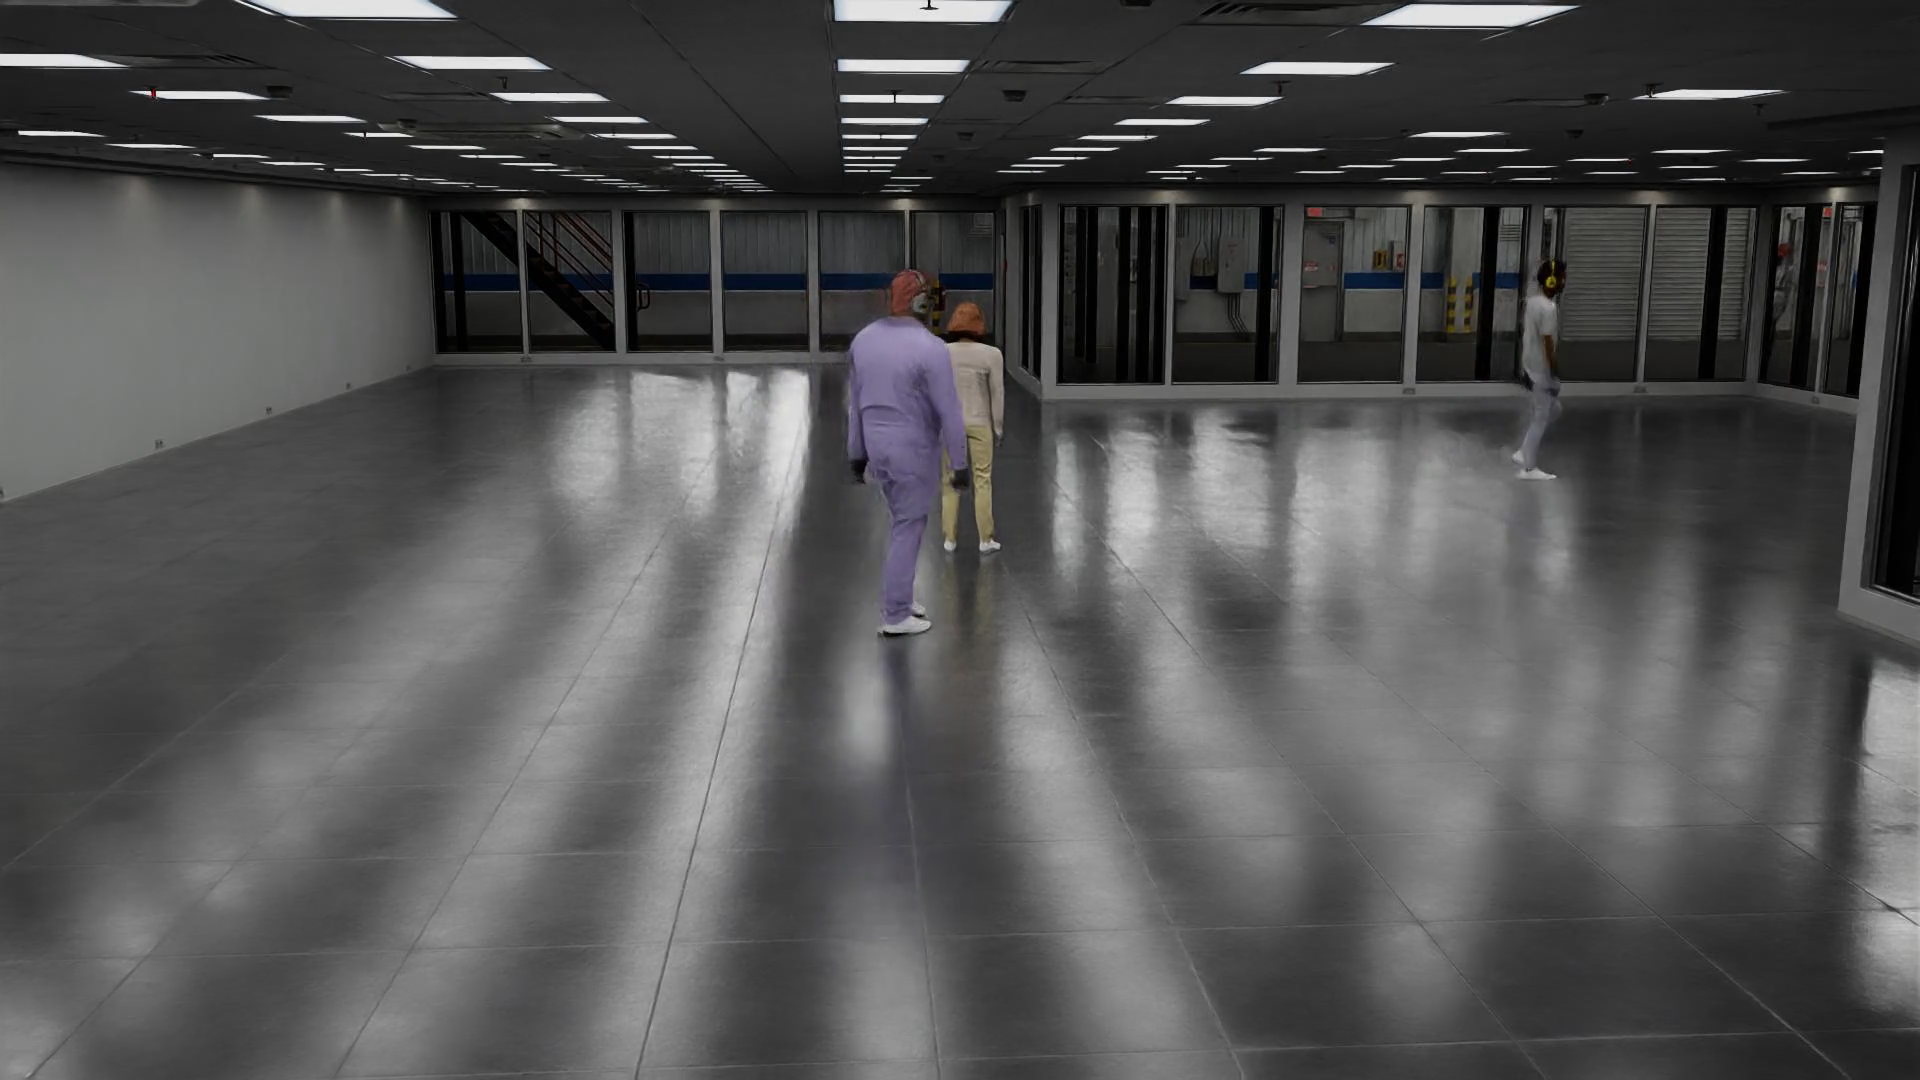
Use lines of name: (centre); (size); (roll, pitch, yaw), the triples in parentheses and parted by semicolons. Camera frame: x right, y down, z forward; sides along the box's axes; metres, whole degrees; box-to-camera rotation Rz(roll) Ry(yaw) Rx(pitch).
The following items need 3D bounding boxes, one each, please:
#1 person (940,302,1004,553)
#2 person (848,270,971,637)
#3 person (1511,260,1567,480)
person: (0.042, -0.724, 10.832); (0.501, 1.631, 0.287); (2, 11, 12)
person: (-0.210, -0.450, 8.654); (0.686, 1.886, 0.634); (10, 14, 43)
person: (4.920, -1.414, 13.966); (0.404, 1.851, 0.549); (1, 11, 5)
